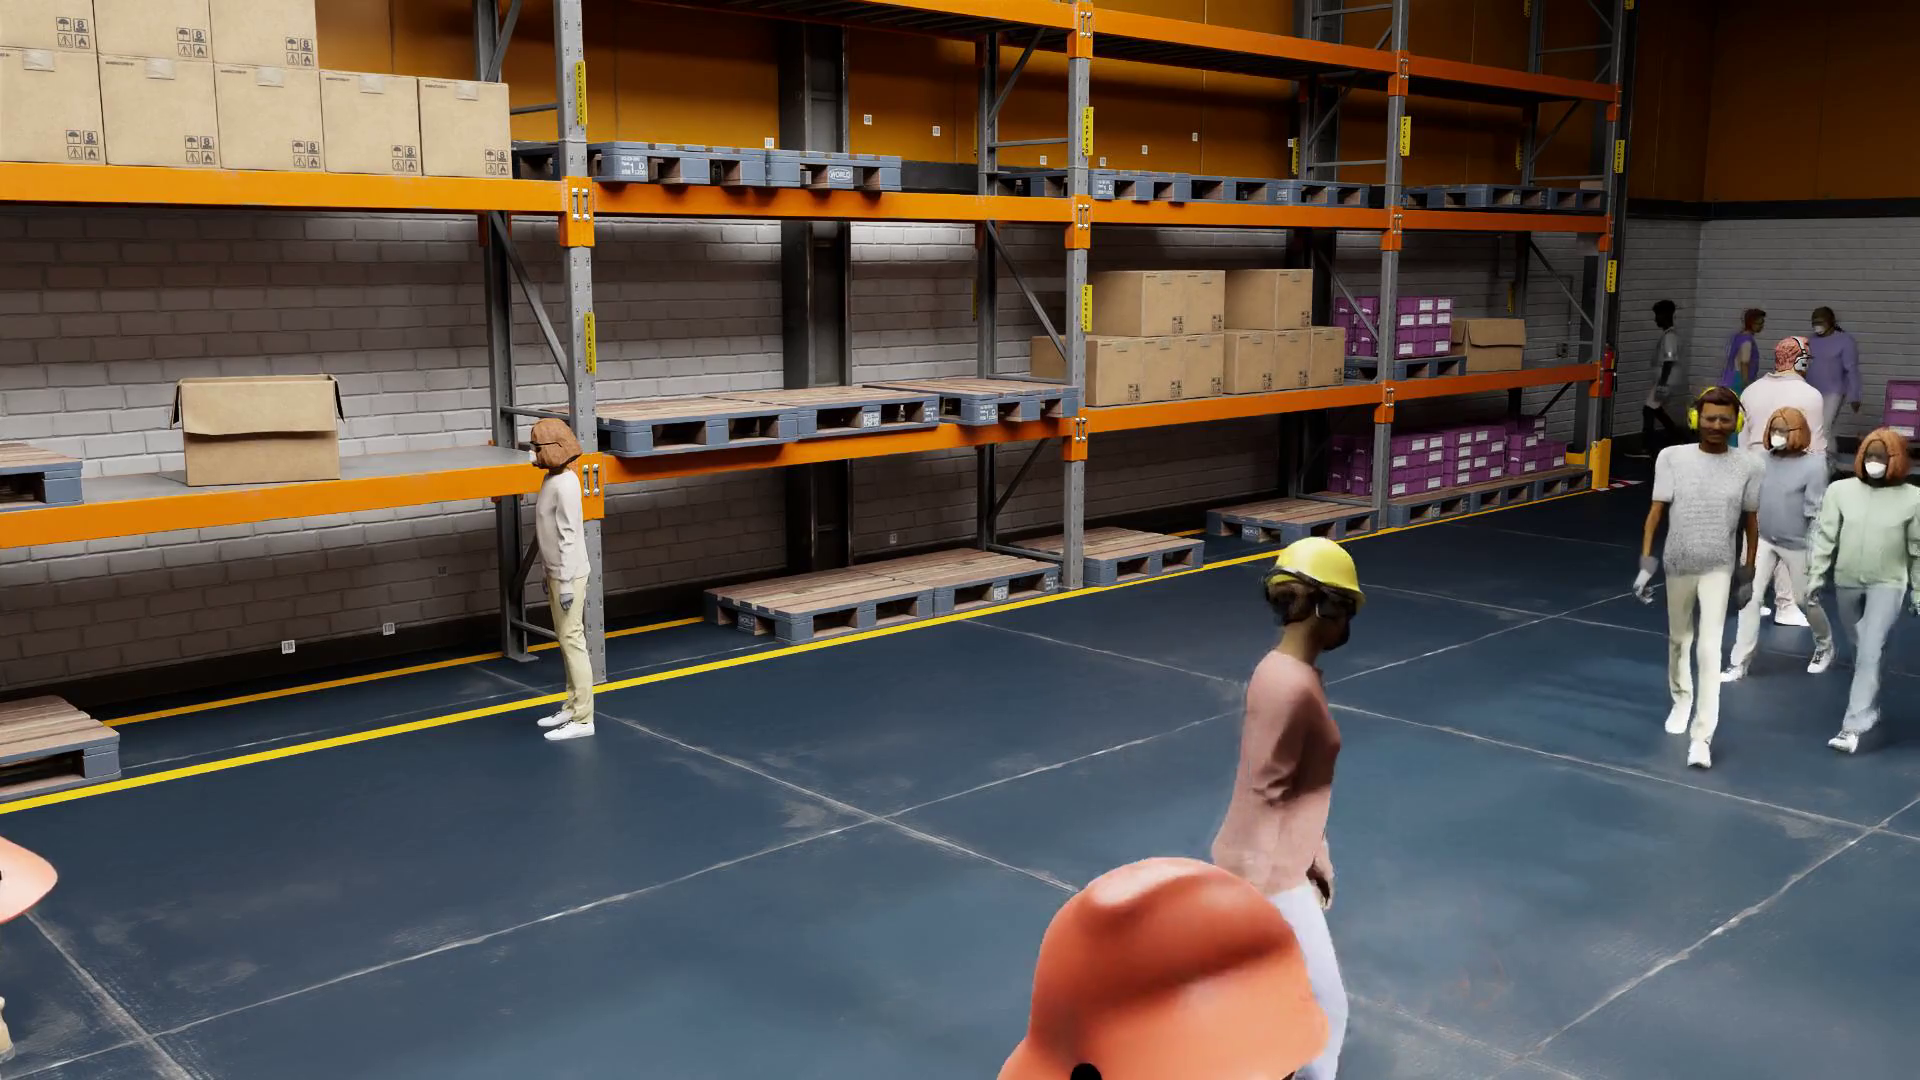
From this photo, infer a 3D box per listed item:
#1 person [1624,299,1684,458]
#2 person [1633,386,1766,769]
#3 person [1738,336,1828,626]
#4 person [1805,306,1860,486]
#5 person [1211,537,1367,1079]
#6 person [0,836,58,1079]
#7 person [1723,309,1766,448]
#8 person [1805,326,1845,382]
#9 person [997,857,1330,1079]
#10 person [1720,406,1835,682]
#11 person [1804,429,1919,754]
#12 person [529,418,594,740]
[{"bbox_3d":[8.390,-1.925,19.951,0.670,1.919,0.672,5,11,27],"label":"person"},{"bbox_3d":[3.624,0.144,8.169,0.534,1.819,0.994,5,11,28],"label":"person"},{"bbox_3d":[5.453,-0.389,11.011,0.409,1.908,0.639,-4,11,-23],"label":"person"},{"bbox_3d":[9.068,-1.495,17.504,0.511,1.910,0.643,-5,11,-25],"label":"person"},{"bbox_3d":[0.850,0.861,4.243,0.636,1.708,0.594,1,10,5],"label":"person"},{"bbox_3d":[-1.003,1.148,1.610,0.377,2.045,0.605,-2,10,-9],"label":"person"},{"bbox_3d":[9.149,-1.786,19.428,0.444,1.821,0.593,4,10,22],"label":"person"},{"bbox_3d":[9.444,-1.543,18.435,0.528,1.672,0.588,3,10,15],"label":"person"},{"bbox_3d":[0.188,1.221,1.560,0.789,1.903,0.563,-7,12,-37],"label":"person"},{"bbox_3d":[4.776,0.018,9.567,0.856,1.591,0.506,-6,11,-30],"label":"person"},{"bbox_3d":[4.519,0.237,8.277,0.873,1.586,0.497,-9,13,-42],"label":"person"},{"bbox_3d":[-2.016,0.194,8.423,0.277,1.629,0.497,-4,10,-21],"label":"person"}]
